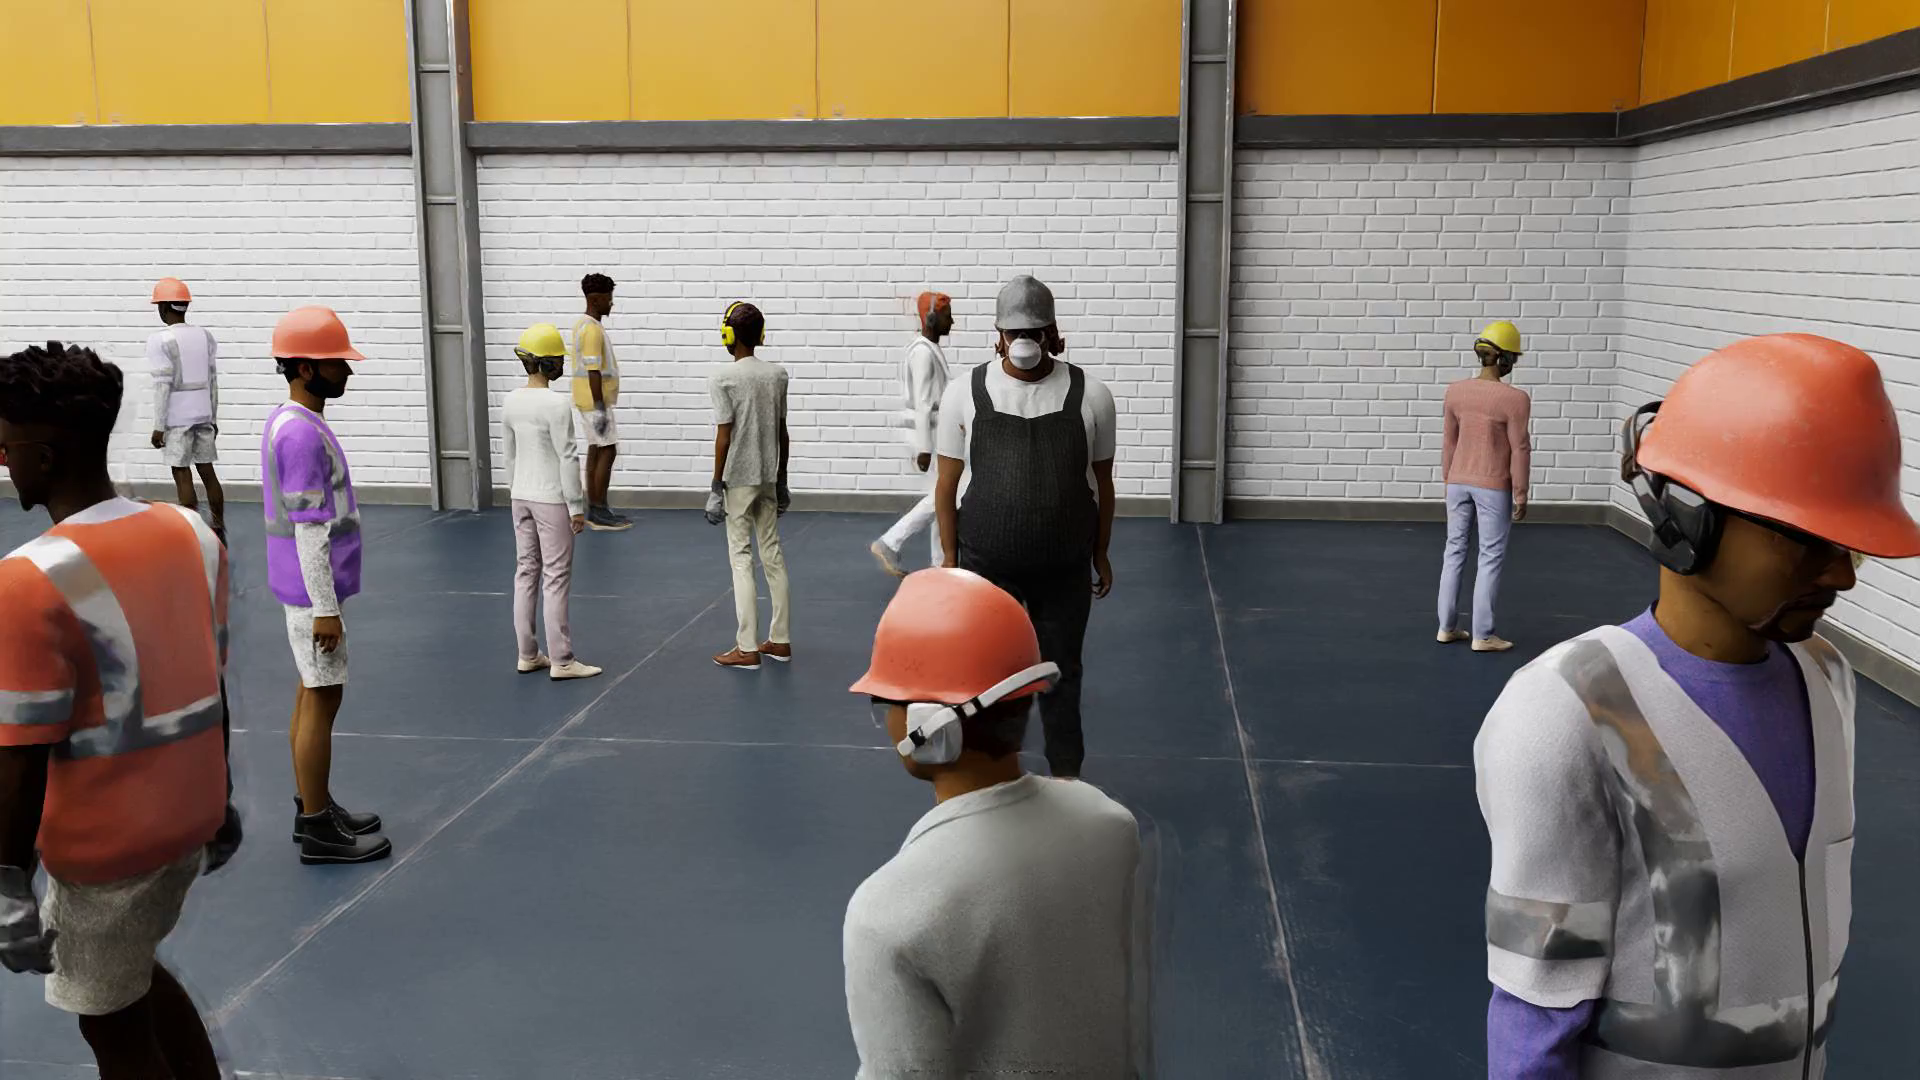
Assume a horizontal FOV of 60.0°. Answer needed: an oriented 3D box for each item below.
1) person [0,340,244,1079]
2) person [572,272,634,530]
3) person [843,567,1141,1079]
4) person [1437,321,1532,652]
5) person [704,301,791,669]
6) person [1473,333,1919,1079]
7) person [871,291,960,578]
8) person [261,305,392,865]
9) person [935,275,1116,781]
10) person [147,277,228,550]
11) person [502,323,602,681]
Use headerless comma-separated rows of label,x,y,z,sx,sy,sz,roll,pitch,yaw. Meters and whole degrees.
person,-1.723,0.572,3.380,0.420,1.948,0.633,2,10,9
person,-2.757,-1.059,12.720,0.395,1.961,0.635,-3,10,-17
person,0.131,0.900,2.204,0.779,1.721,0.584,8,13,40
person,2.791,-0.277,8.828,0.338,1.756,0.532,-8,12,-37
person,-1.079,-0.276,8.484,0.309,1.868,0.534,9,13,41
person,0.886,0.770,2.026,0.605,2.035,0.385,-7,12,-34
person,-0.205,-0.641,10.569,0.582,1.867,0.595,1,10,4
person,-2.216,0.157,5.807,0.361,1.935,0.553,-4,11,-24
person,0.251,0.030,6.240,0.689,2.000,0.538,0,10,0
person,-5.411,-0.850,11.572,0.375,1.935,0.551,4,11,21
person,-2.050,-0.186,8.263,0.524,1.770,0.315,8,13,38
